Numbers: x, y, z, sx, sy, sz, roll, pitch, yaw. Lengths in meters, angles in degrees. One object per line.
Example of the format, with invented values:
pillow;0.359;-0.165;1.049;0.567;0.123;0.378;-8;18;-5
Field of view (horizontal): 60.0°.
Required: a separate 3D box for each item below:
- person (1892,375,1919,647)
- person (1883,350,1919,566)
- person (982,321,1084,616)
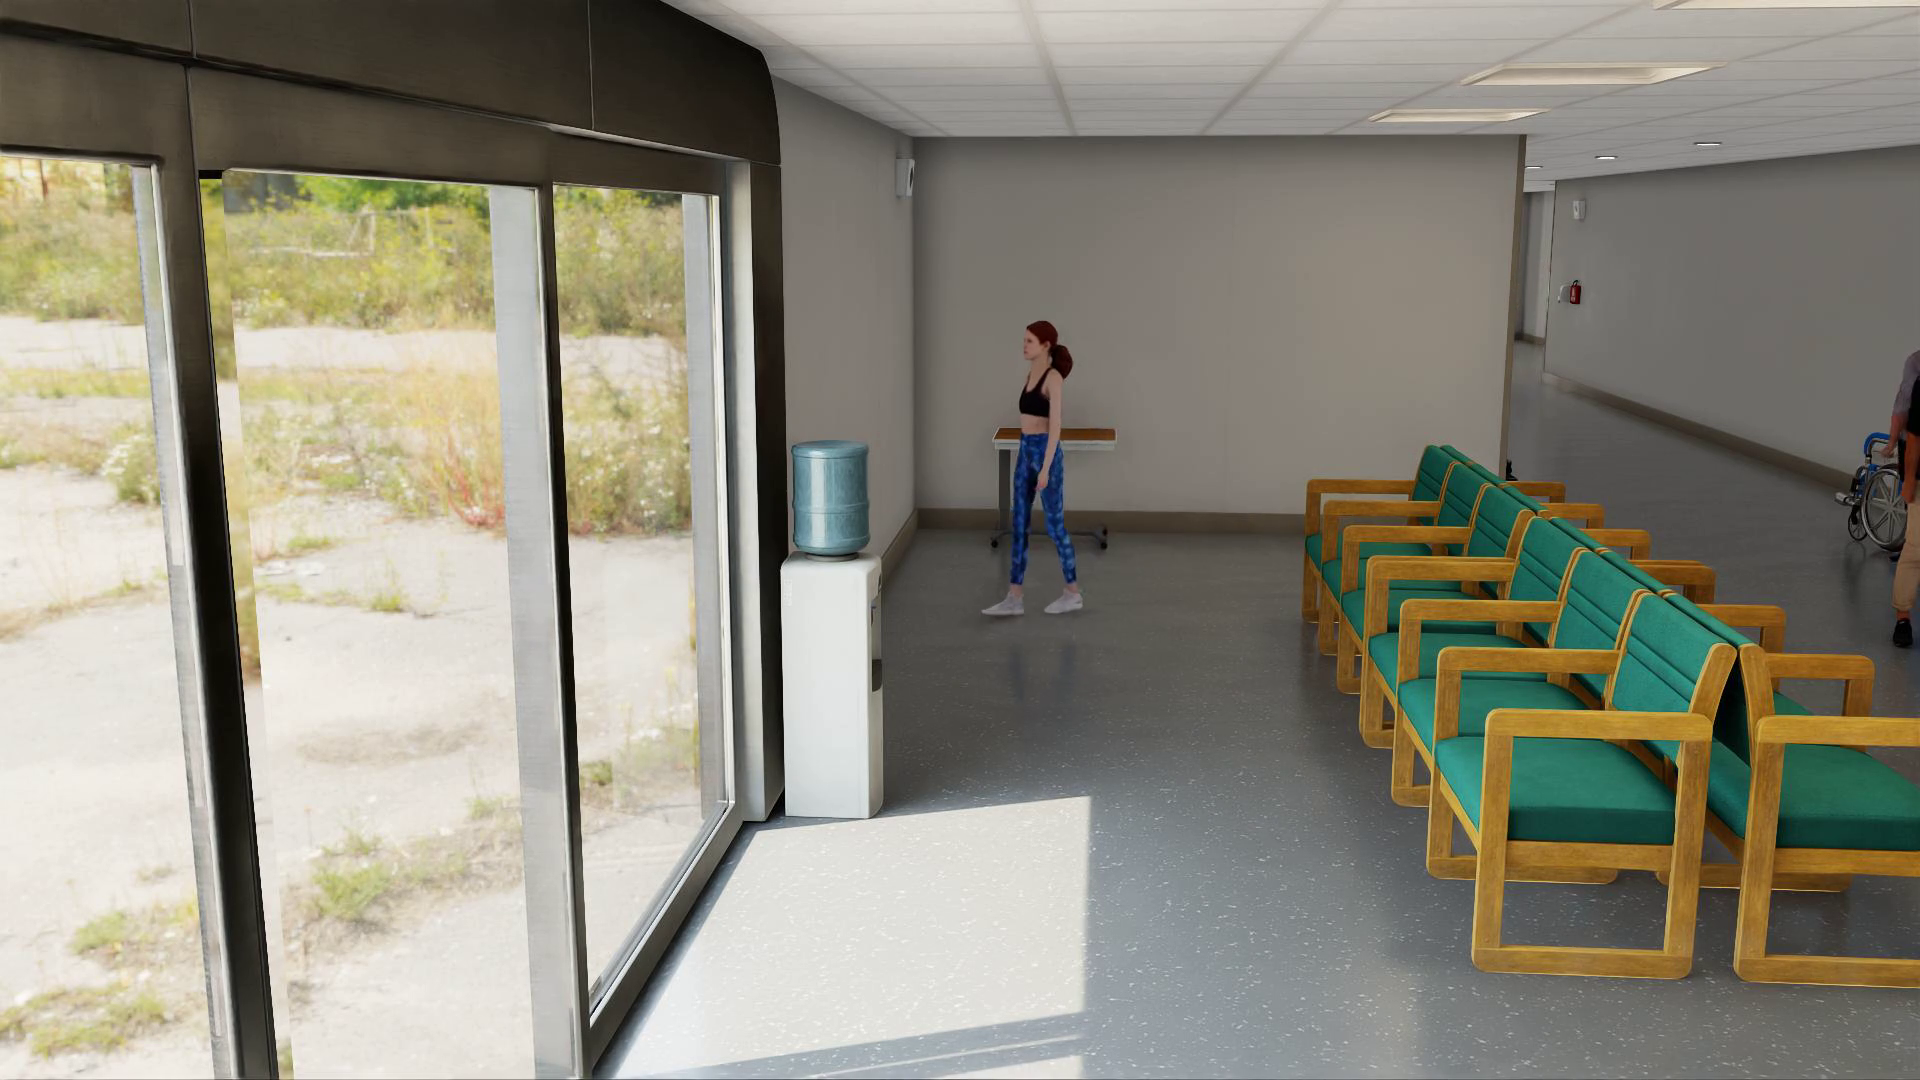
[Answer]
person;5.526;-0.331;9.317;0.467;1.859;0.698;2;11;8
person;6.403;-0.604;10.895;1.112;1.808;0.846;-1;11;-5
person;0.515;-0.413;9.962;0.951;1.780;0.828;-6;12;-27
